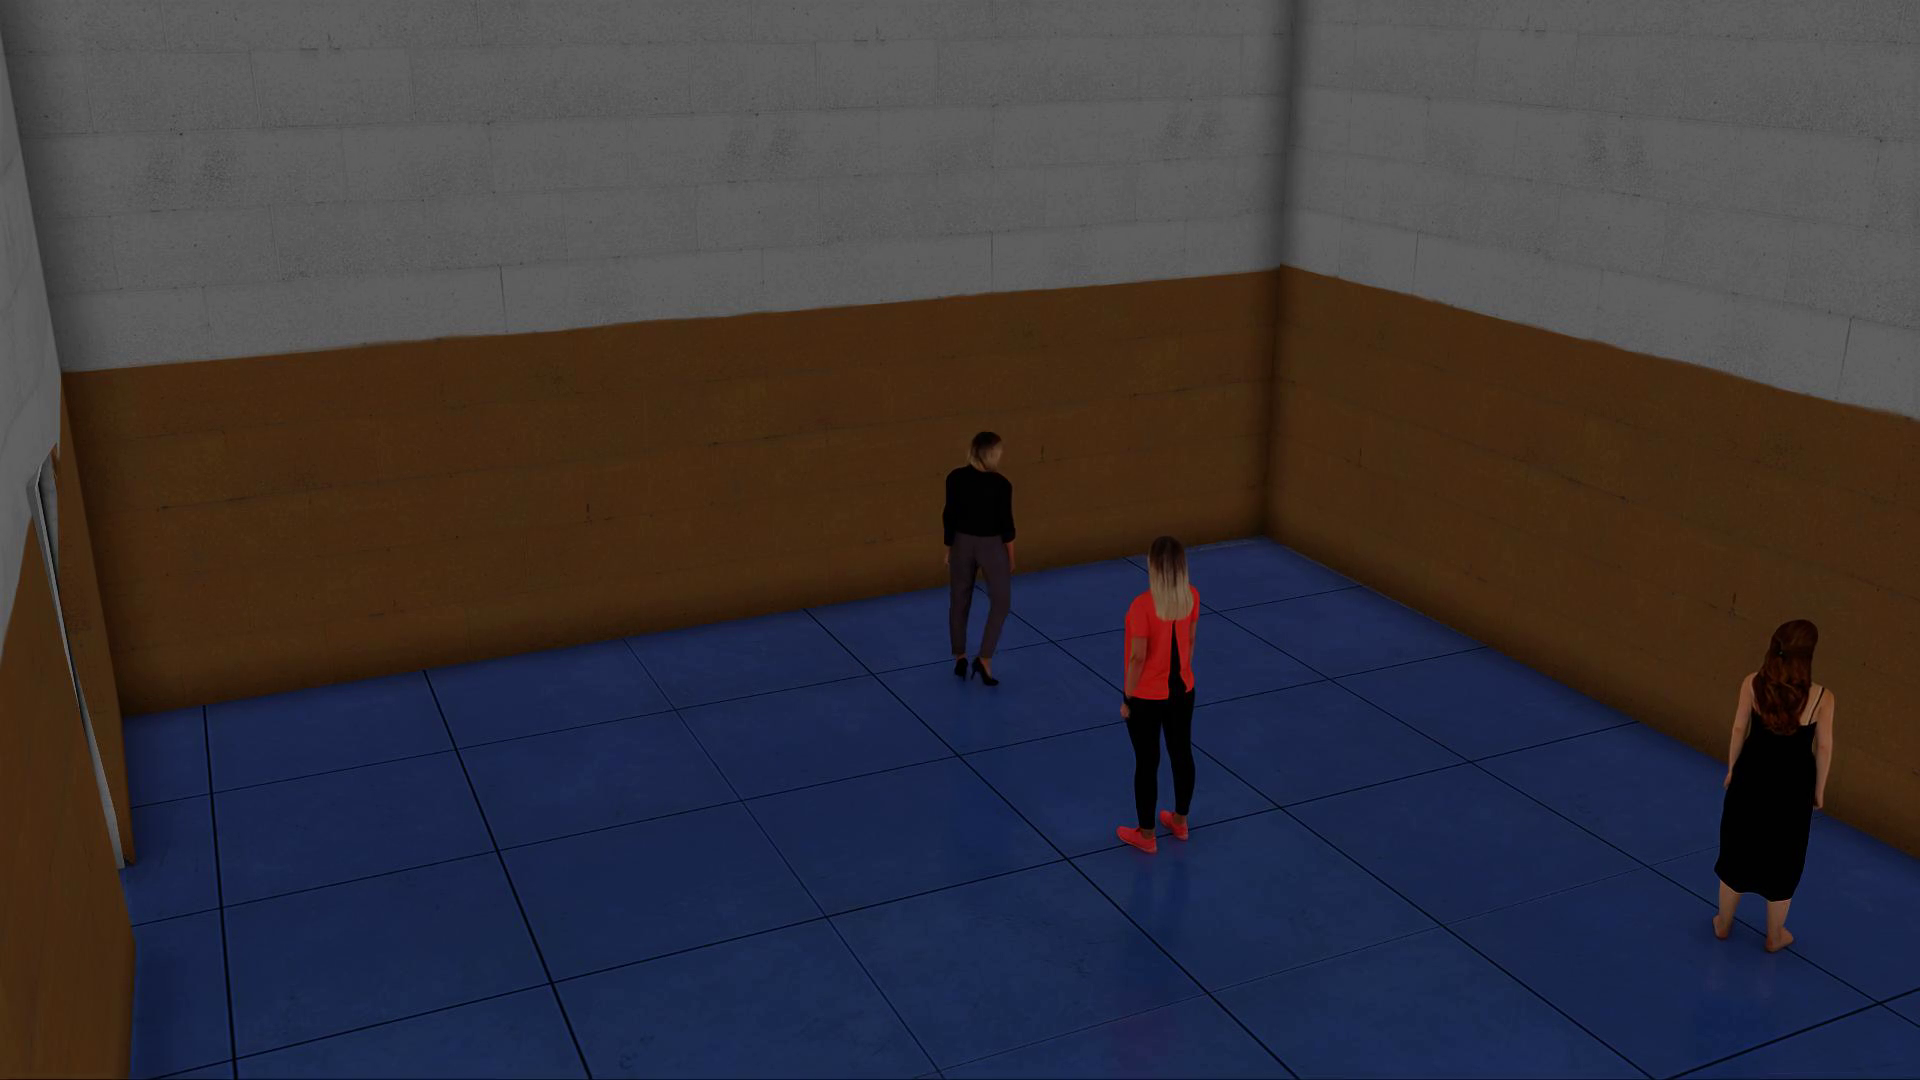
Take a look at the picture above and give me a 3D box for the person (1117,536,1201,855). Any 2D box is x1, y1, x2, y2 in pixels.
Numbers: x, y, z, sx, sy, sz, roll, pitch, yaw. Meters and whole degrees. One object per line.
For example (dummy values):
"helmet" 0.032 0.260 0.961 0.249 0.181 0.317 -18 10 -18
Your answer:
"person" 1.037 0.786 8.541 0.503 1.693 0.674 -11 22 -30

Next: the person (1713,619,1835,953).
"person" 3.735 1.121 7.653 0.682 1.625 0.720 12 22 31

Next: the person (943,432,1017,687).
"person" 0.125 0.122 10.555 0.746 1.665 0.808 2 19 7
